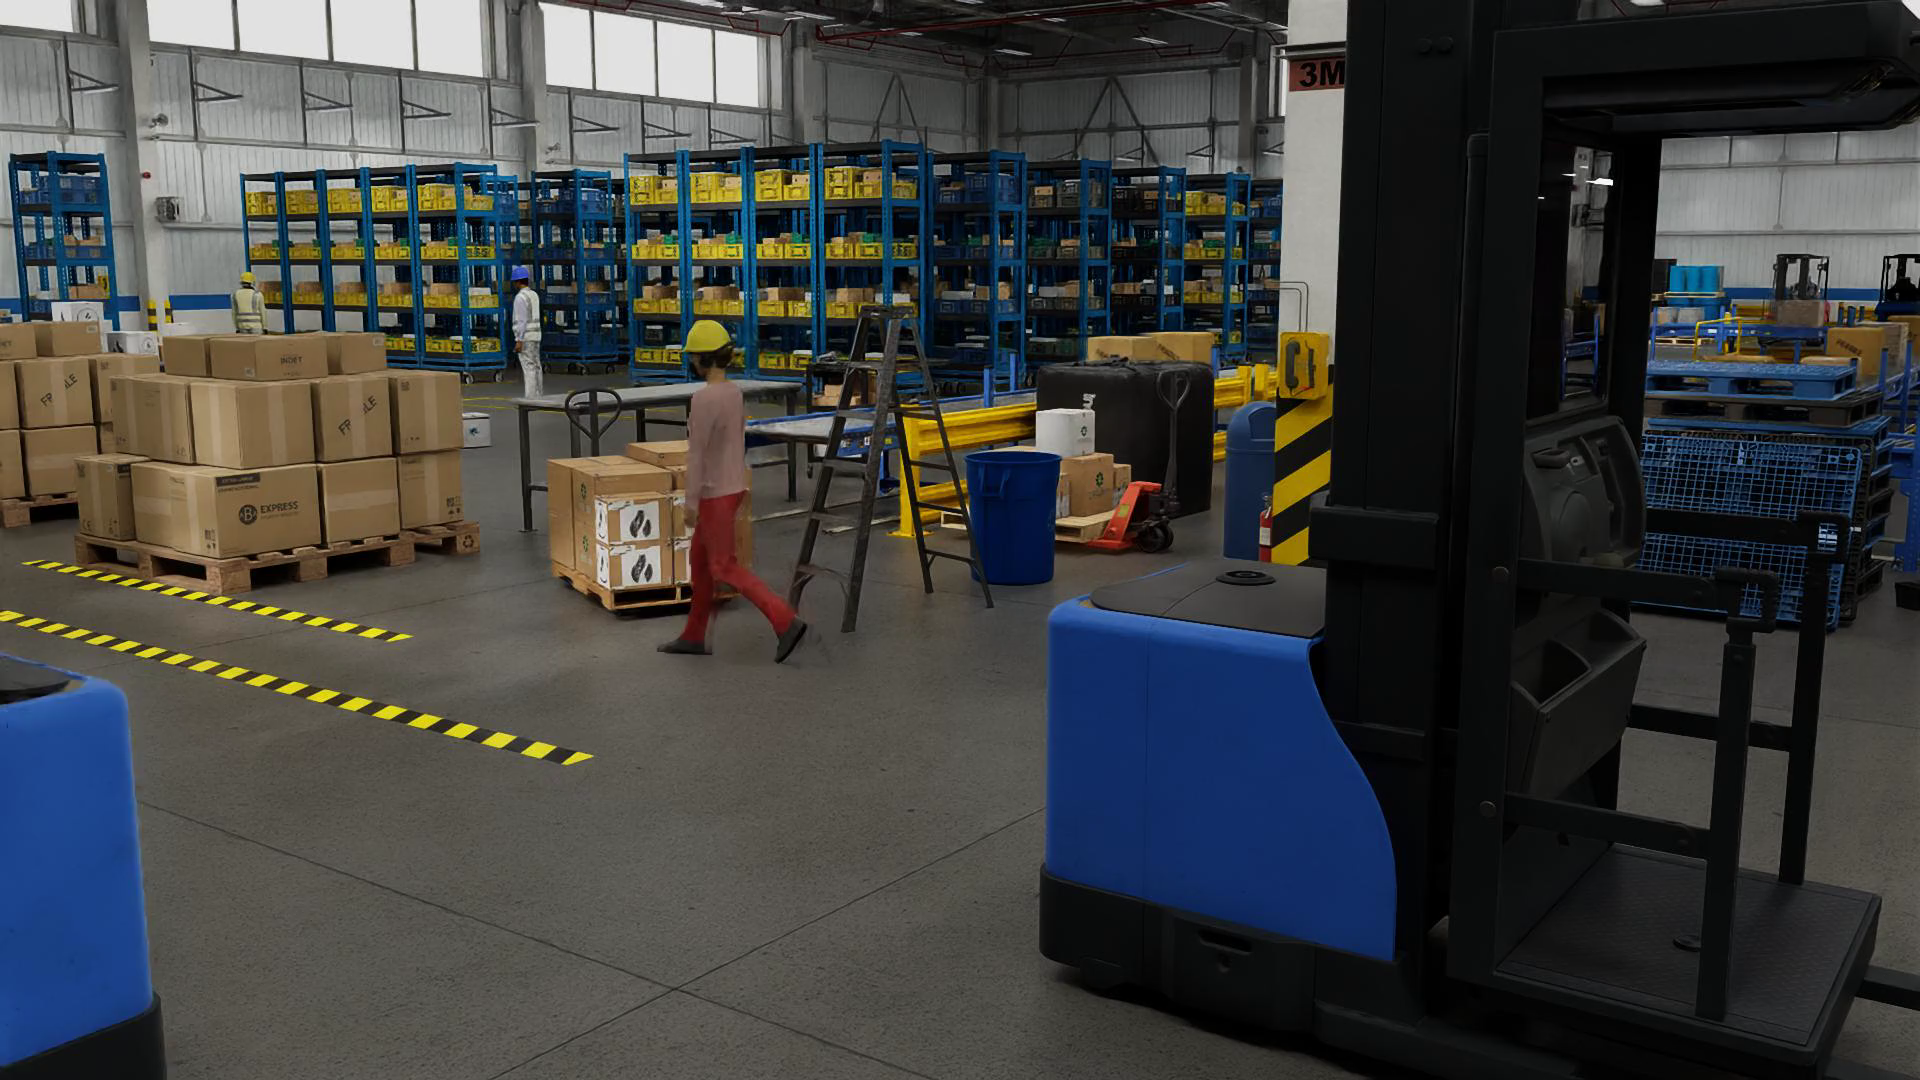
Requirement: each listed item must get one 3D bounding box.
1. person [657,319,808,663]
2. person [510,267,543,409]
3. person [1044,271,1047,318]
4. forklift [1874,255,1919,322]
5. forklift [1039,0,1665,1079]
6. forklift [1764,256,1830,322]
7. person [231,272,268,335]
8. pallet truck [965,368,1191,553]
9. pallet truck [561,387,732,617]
[{"bbox_3d":[-1.162,-0.236,8.349,0.804,1.737,0.531,2,10,12],"label":"person"},{"bbox_3d":[-5.931,-2.755,22.747,0.402,1.940,0.602,1,10,7],"label":"person"},{"bbox_3d":[1.969,-5.605,39.992,0.564,1.847,0.395,8,12,39],"label":"person"},{"bbox_3d":[22.089,-5.634,38.796,1.157,1.987,2.680,6,11,33],"label":"forklift"},{"bbox_3d":[1.249,-0.137,4.360,1.873,2.768,1.129,7,12,35],"label":"forklift"},{"bbox_3d":[20.253,-5.854,40.139,1.157,1.987,2.680,7,12,35],"label":"forklift"},{"bbox_3d":[-12.120,-3.660,28.442,0.592,1.837,0.404,0,10,2],"label":"person"},{"bbox_3d":[0.845,-0.609,11.869,1.630,1.274,0.653,7,12,35],"label":"pallet truck"},{"bbox_3d":[-1.981,-0.274,10.088,0.680,1.201,1.601,-5,11,-28],"label":"pallet truck"}]
